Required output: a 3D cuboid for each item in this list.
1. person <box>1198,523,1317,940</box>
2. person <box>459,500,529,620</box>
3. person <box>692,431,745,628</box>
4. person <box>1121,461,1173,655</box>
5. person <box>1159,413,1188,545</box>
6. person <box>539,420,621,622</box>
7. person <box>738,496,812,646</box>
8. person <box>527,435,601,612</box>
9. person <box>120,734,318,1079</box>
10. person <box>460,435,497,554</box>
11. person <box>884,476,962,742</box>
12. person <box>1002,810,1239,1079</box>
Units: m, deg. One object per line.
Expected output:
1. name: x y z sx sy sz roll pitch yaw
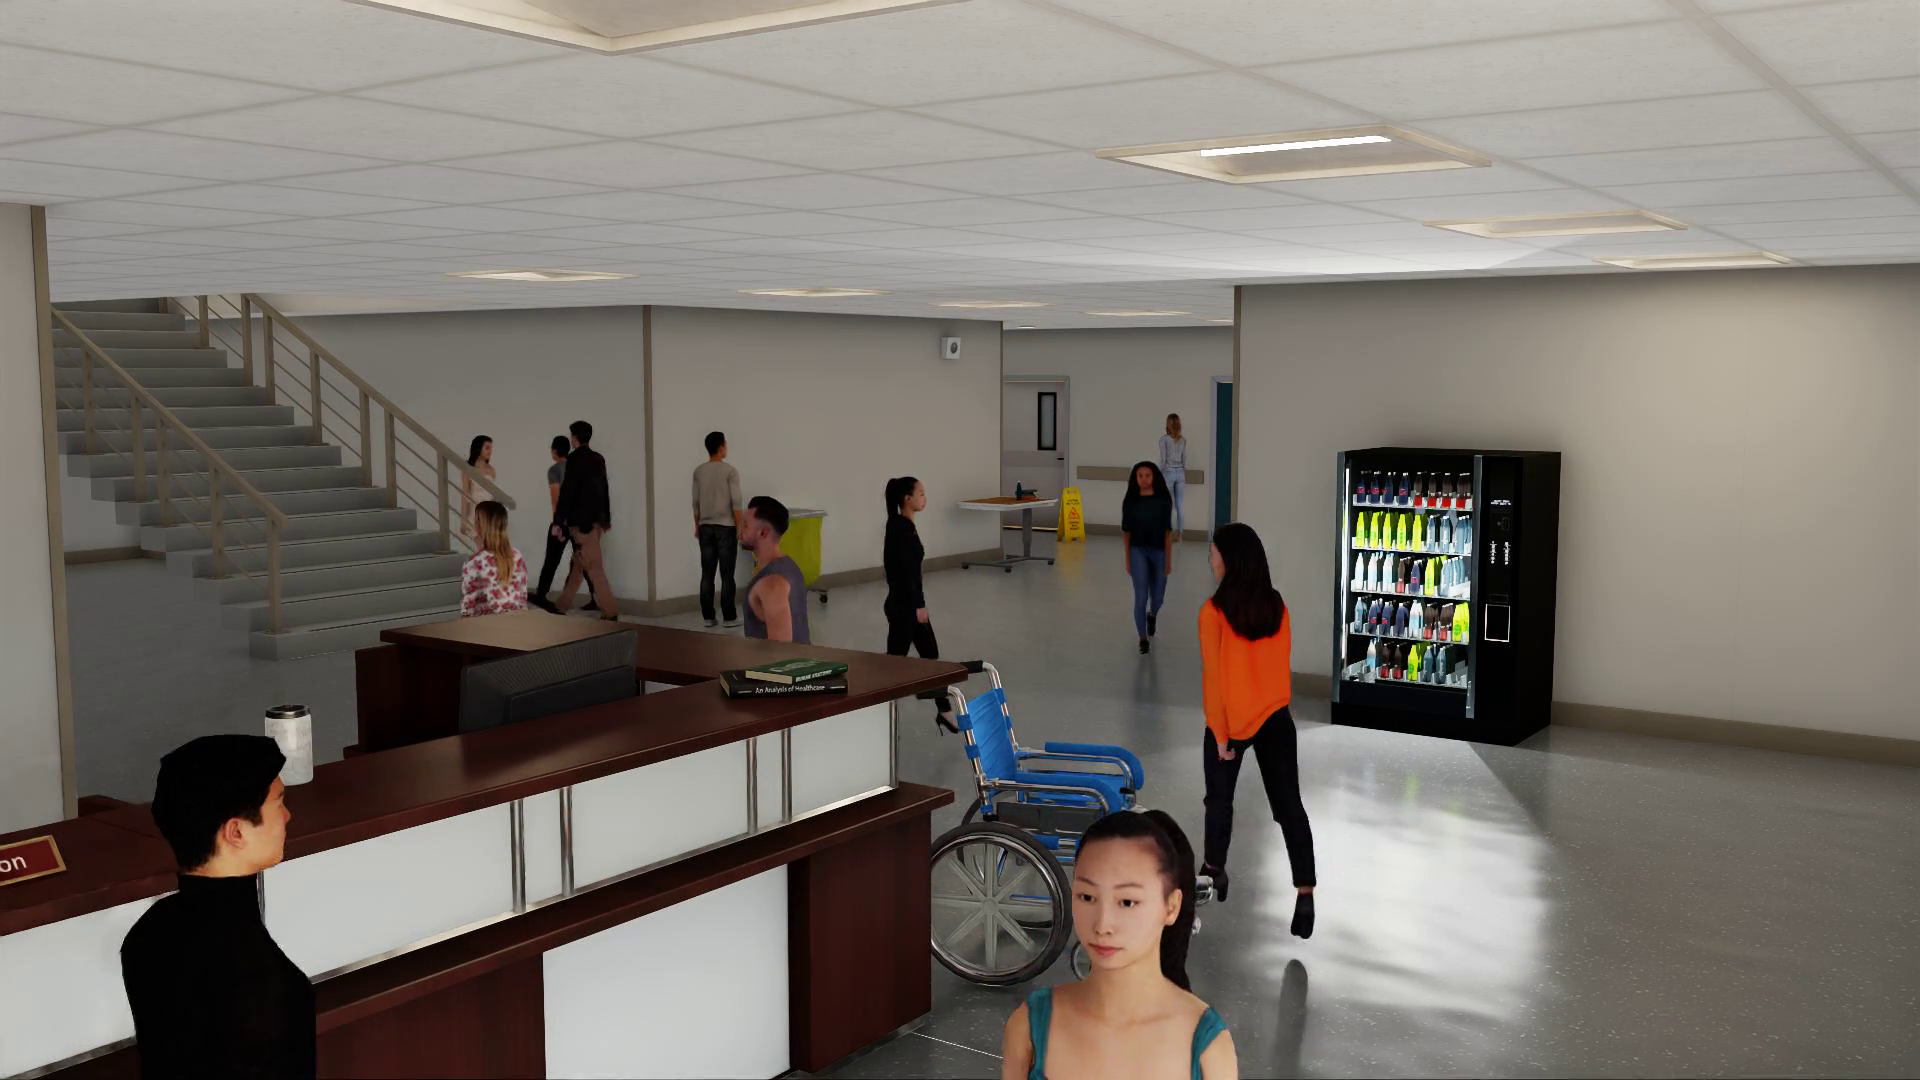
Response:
1. person: 1.250 0.817 6.865 1.080 1.695 1.232 -2 6 -20
2. person: -2.581 0.591 9.470 0.550 1.624 0.586 4 7 34
3. person: -2.254 -0.099 15.428 0.600 1.802 0.769 2 6 17
4. person: 1.589 0.144 14.048 0.976 1.596 0.945 0 6 3
5. person: 2.938 -0.852 22.947 0.664 1.796 0.665 -3 6 -27
6. person: -3.313 -0.103 15.101 1.284 1.877 0.982 2 6 20
7. person: -0.785 0.717 8.019 1.263 1.800 0.946 1 6 12
8. person: -3.719 -0.119 16.120 1.130 1.704 0.607 4 7 35
9. person: -1.349 1.210 2.926 0.947 1.702 0.796 5 8 43
10. person: -4.843 -0.176 16.594 0.554 1.723 0.587 4 7 34
11. person: -0.425 0.458 10.474 0.983 1.687 0.867 0 6 0
12. person: 0.268 1.253 2.651 0.697 1.672 0.736 1 6 13
